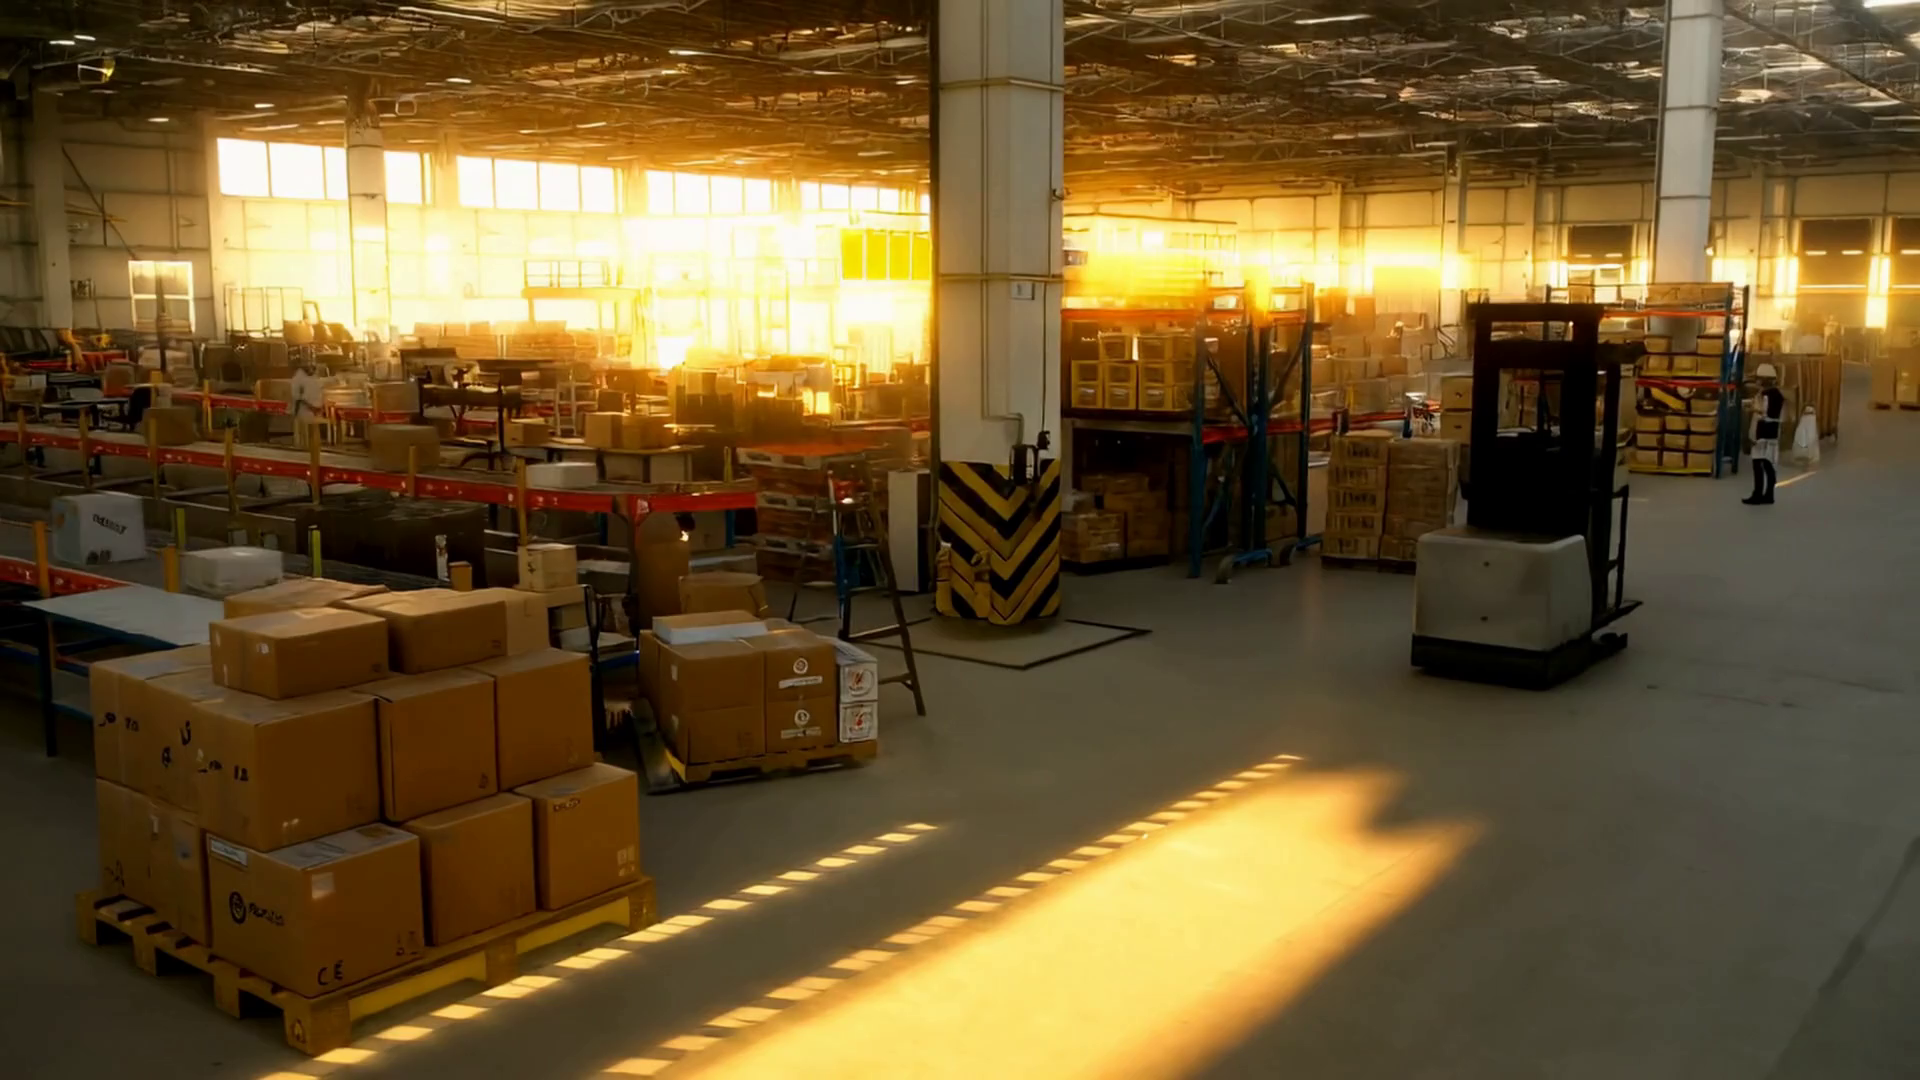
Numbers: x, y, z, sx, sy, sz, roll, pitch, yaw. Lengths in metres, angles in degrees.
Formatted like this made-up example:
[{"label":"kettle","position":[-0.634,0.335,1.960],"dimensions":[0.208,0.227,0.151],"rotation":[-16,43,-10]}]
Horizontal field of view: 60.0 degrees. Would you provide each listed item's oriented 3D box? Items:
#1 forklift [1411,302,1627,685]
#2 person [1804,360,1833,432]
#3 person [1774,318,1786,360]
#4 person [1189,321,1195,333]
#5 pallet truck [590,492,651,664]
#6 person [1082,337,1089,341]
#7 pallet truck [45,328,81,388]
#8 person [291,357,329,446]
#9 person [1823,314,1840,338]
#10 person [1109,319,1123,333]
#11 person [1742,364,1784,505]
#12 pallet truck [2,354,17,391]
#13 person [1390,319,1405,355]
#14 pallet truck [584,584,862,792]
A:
[{"label":"forklift","position":[4.379,-0.438,12.852],"dimensions":[1.129,2.768,1.873],"rotation":[7,11,37]},{"label":"person","position":[17.255,-2.839,33.377],"dimensions":[0.514,1.590,0.856],"rotation":[-1,9,-9]},{"label":"person","position":[35.188,-8.617,71.458],"dimensions":[0.621,1.852,0.532],"rotation":[7,11,38]},{"label":"person","position":[9.165,-7.673,65.183],"dimensions":[0.526,1.823,0.683],"rotation":[7,11,40]},{"label":"pallet truck","position":[-3.115,0.344,12.883],"dimensions":[0.653,1.274,1.630],"rotation":[7,11,37]},{"label":"person","position":[3.414,-4.744,45.858],"dimensions":[0.506,1.692,0.907],"rotation":[-7,11,-38]},{"label":"pallet truck","position":[-23.775,-4.544,43.495],"dimensions":[1.885,1.965,0.823],"rotation":[6,10,35]},{"label":"person","position":[-10.789,-2.128,27.720],"dimensions":[1.009,1.842,0.660],"rotation":[2,9,10]},{"label":"person","position":[37.669,-8.756,71.897],"dimensions":[0.622,1.992,0.394],"rotation":[5,10,31]},{"label":"person","position":[6.107,-7.739,65.417],"dimensions":[0.574,1.883,0.355],"rotation":[4,9,24]},{"label":"person","position":[10.993,-1.434,22.783],"dimensions":[0.539,1.929,0.384],"rotation":[-5,10,-31]},{"label":"pallet truck","position":[-24.881,-4.417,42.634],"dimensions":[1.885,1.965,0.823],"rotation":[8,11,41]},{"label":"person","position":[16.681,-7.475,63.454],"dimensions":[0.552,1.935,0.360],"rotation":[2,9,11]},{"label":"pallet truck","position":[-1.426,0.805,10.019],"dimensions":[1.601,1.201,0.680],"rotation":[-4,9,-26]}]
